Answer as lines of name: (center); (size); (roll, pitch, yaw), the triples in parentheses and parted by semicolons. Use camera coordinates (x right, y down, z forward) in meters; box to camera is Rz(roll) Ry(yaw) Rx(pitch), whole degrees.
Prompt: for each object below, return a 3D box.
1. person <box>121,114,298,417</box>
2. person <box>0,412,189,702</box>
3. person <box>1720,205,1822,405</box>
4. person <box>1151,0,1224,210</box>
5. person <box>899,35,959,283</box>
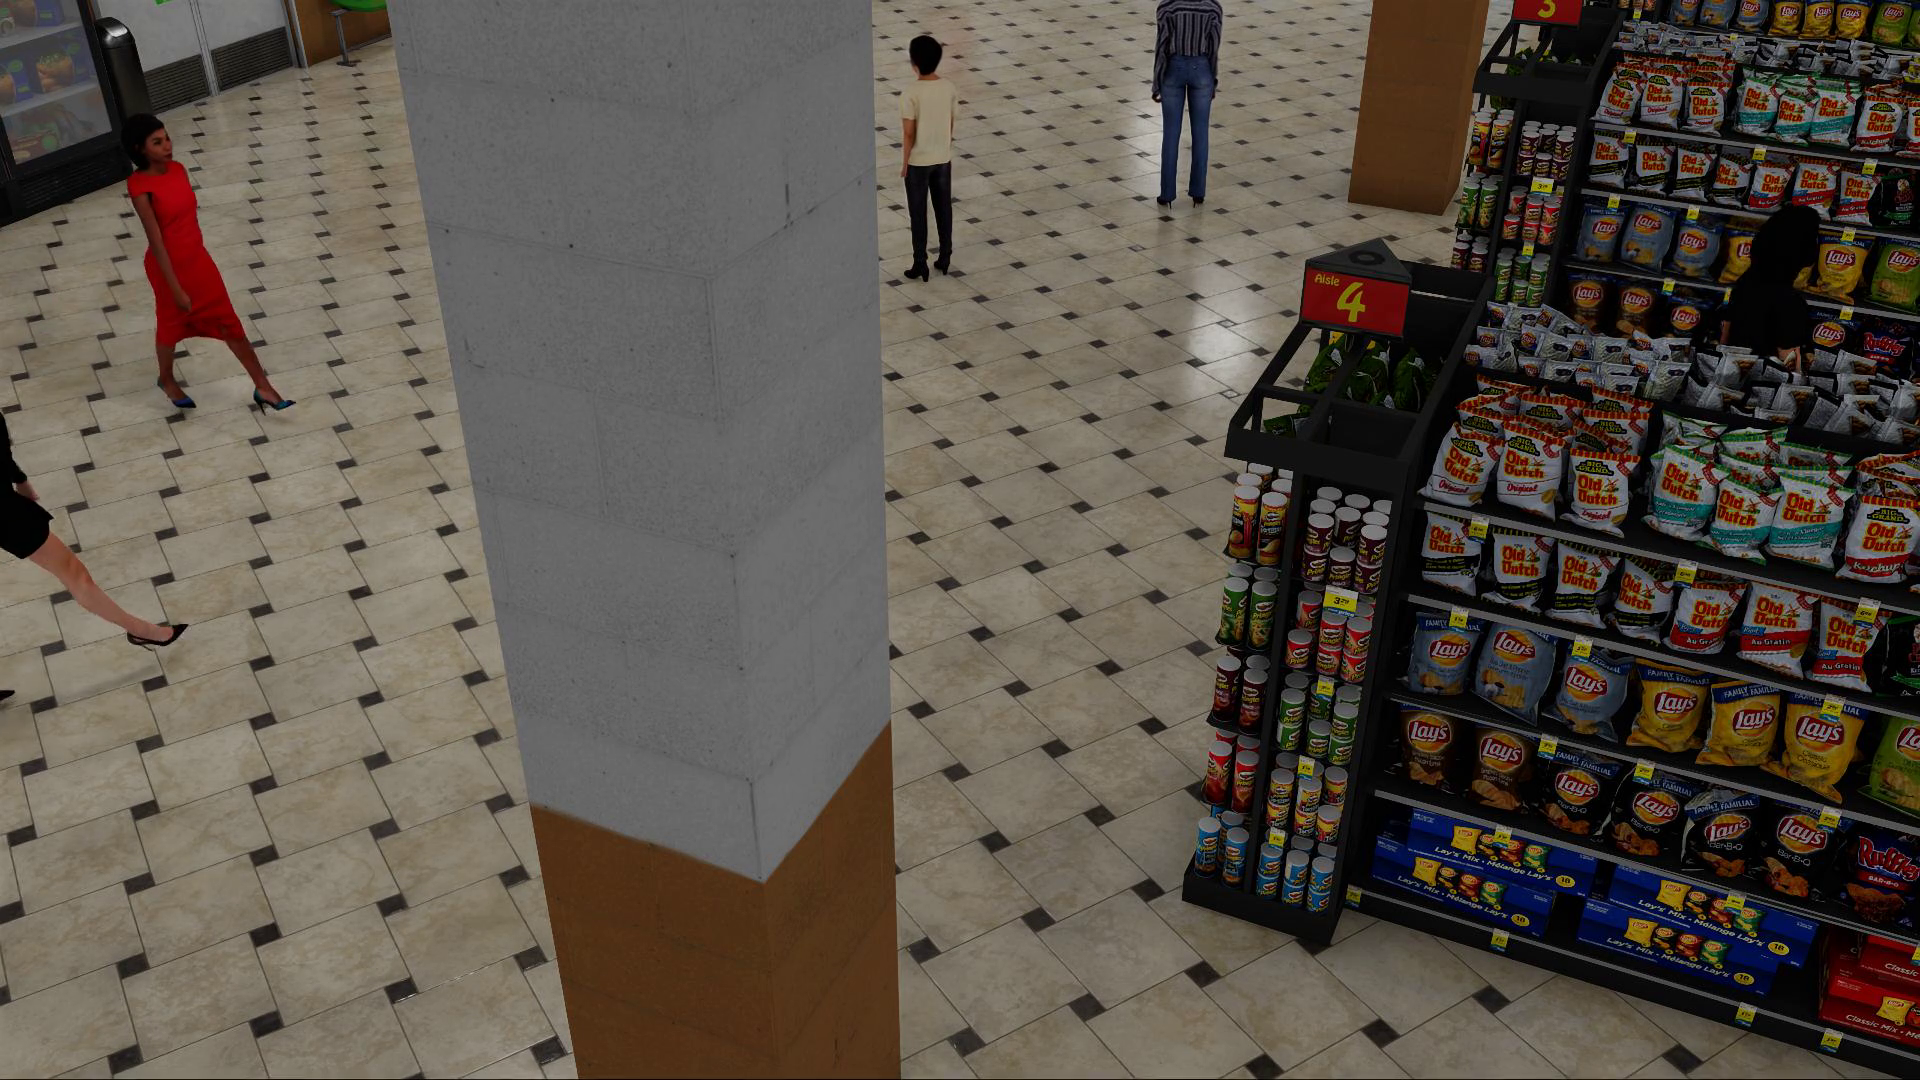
person: (-4.274, -1.426, 8.980); (1.136, 1.697, 0.702); (9, 33, 15)
person: (-4.004, -0.050, 6.749); (1.056, 1.717, 1.164); (-19, 37, -28)
person: (3.536, -0.621, 7.584); (1.205, 1.806, 0.975); (-1, 32, -2)
person: (1.611, -3.234, 11.792); (0.618, 1.796, 0.758); (0, 32, 0)
person: (-0.207, -2.451, 10.728); (0.653, 1.590, 0.643); (-20, 37, -29)
